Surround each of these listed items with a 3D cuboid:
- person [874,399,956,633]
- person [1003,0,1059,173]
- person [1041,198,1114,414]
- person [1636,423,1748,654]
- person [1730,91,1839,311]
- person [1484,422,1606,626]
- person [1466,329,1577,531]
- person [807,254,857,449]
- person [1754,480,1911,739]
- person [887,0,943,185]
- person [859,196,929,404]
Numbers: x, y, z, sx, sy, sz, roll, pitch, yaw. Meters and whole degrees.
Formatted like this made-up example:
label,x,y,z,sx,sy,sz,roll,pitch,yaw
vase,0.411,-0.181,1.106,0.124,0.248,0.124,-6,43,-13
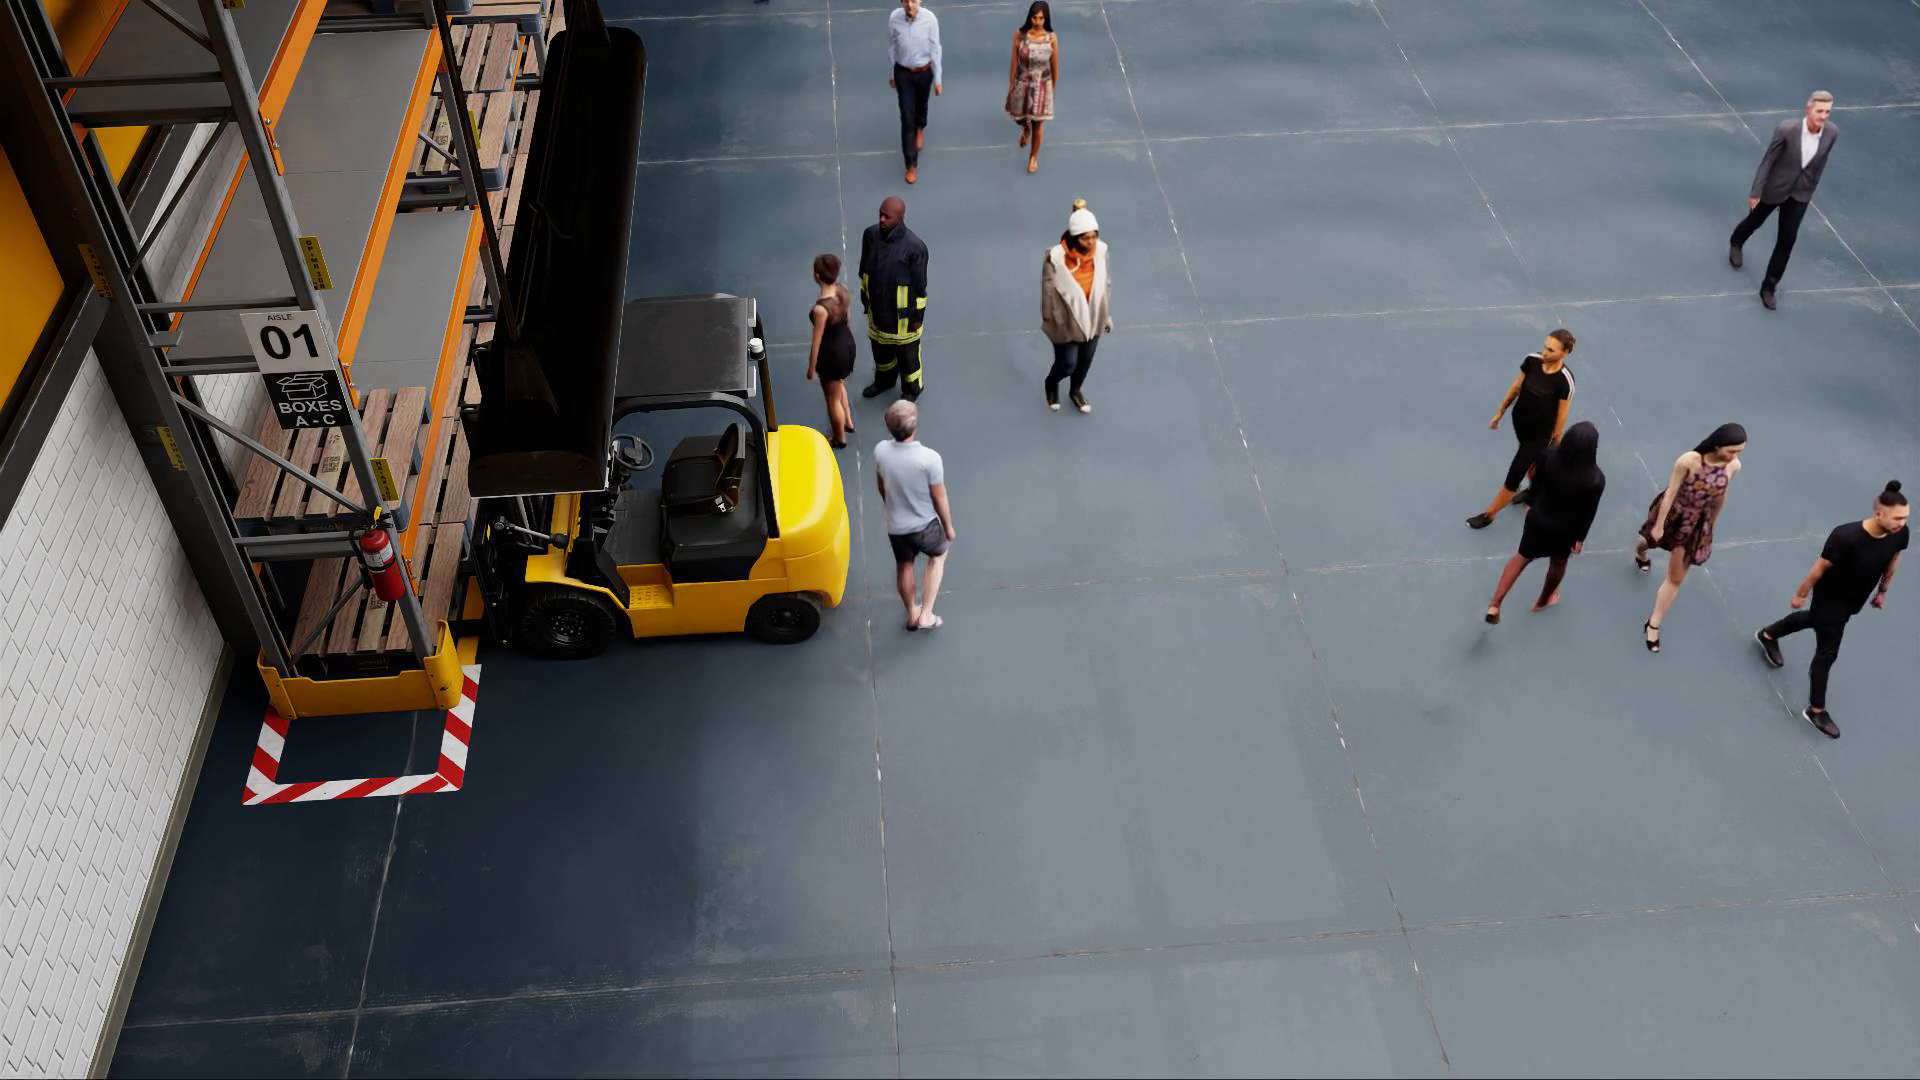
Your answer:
label,x,y,z,sx,sy,sz,roll,pitch,yaw
person,-0.358,-0.056,10.873,0.850,1.806,0.850,20,47,20
person,0.683,-4.243,15.410,0.729,1.611,0.844,6,44,6
person,0.845,-1.790,12.641,0.808,1.879,0.824,-19,47,-19
person,4.751,-0.164,11.045,0.729,1.726,1.191,4,44,4
person,6.858,-2.945,13.915,0.869,1.795,1.237,3,44,3
person,3.862,-0.065,10.959,1.052,1.702,1.033,-32,52,-29
person,4.144,-0.844,11.828,0.891,1.632,1.052,-18,46,-18
person,-0.863,-1.378,12.356,0.764,1.676,0.654,15,46,15
person,5.513,0.276,10.516,0.865,1.820,1.239,-11,45,-12
person,-0.416,-4.312,15.383,0.702,1.749,1.212,0,44,0
person,-0.504,-1.846,12.741,0.863,1.823,0.888,22,48,22
